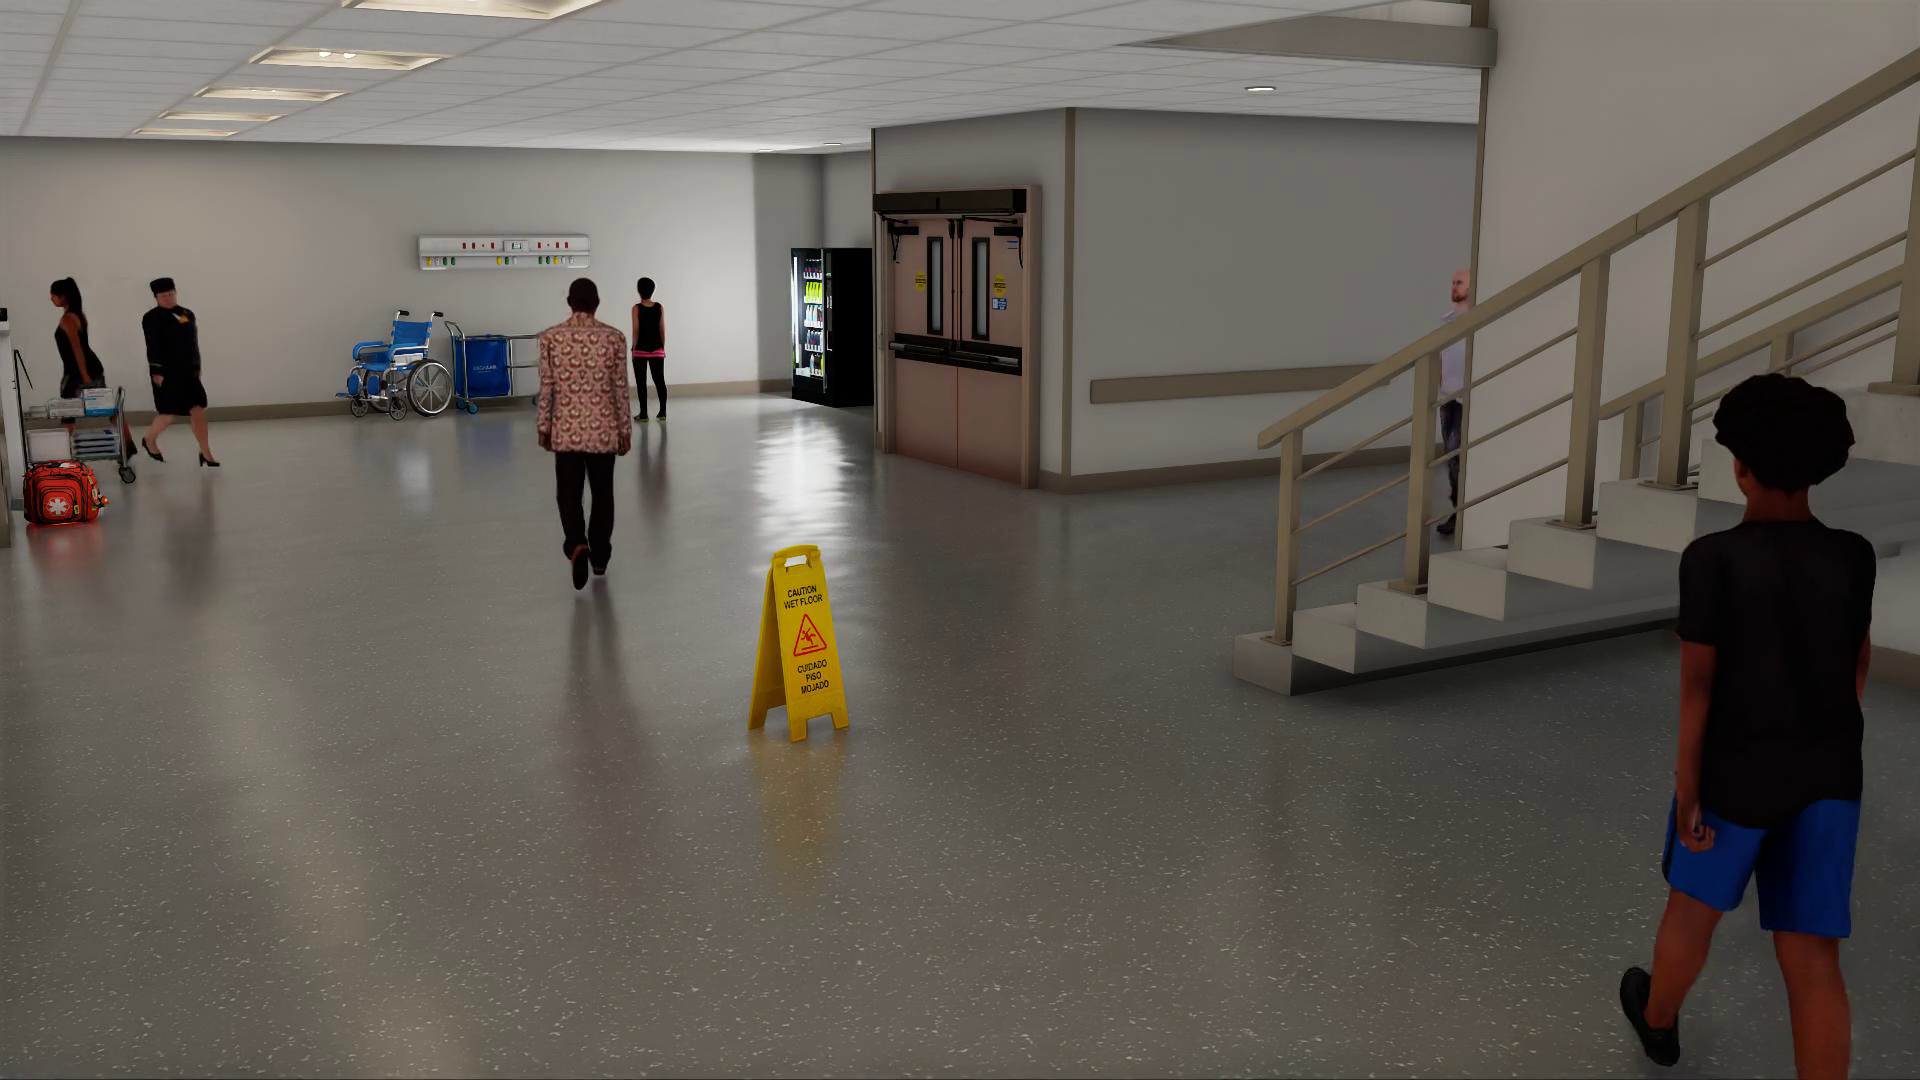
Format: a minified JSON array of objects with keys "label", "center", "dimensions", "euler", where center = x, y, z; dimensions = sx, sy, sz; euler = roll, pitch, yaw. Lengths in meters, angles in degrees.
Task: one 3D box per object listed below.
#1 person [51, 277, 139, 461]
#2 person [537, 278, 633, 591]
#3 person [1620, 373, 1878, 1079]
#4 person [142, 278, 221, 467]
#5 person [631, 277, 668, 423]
[{"label":"person","center":[-7.657,-1.467,14.664],"dimensions":[0.976,1.628,1.115],"euler":[0,11,-2]},{"label":"person","center":[-2.198,-0.610,9.735],"dimensions":[0.873,1.782,1.151],"euler":[-3,11,-14]},{"label":"person","center":[1.814,0.568,3.629],"dimensions":[1.064,1.744,1.233],"euler":[1,11,6]},{"label":"person","center":[-6.841,-1.412,14.369],"dimensions":[1.176,1.629,1.076],"euler":[4,11,20]},{"label":"person","center":[-3.386,-2.072,18.053],"dimensions":[0.556,1.552,0.518],"euler":[-7,13,-34]}]
